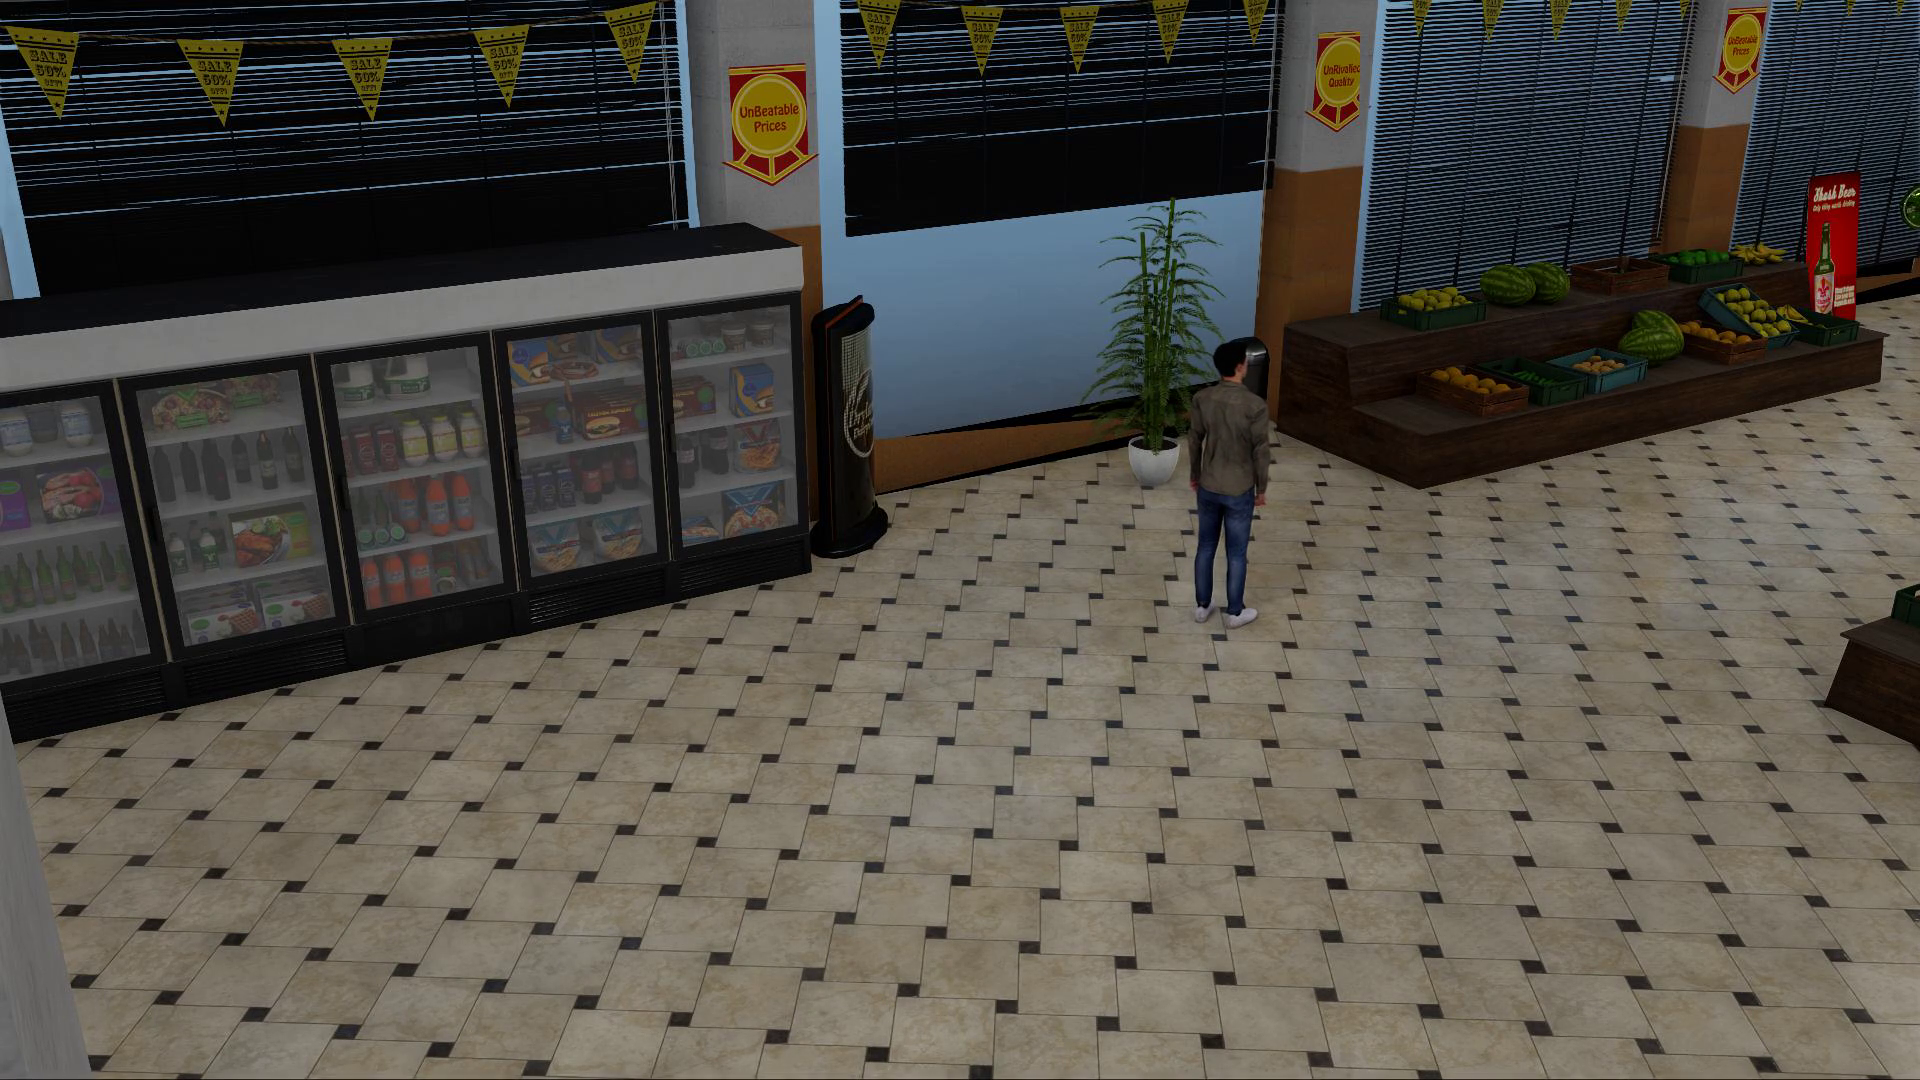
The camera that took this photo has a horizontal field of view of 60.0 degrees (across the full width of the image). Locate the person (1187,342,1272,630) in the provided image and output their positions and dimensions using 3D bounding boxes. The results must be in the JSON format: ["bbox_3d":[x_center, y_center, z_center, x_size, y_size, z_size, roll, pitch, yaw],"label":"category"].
[{"bbox_3d":[1.677,-0.339,10.526,0.790,1.867,0.778,13,25,29],"label":"person"}]
